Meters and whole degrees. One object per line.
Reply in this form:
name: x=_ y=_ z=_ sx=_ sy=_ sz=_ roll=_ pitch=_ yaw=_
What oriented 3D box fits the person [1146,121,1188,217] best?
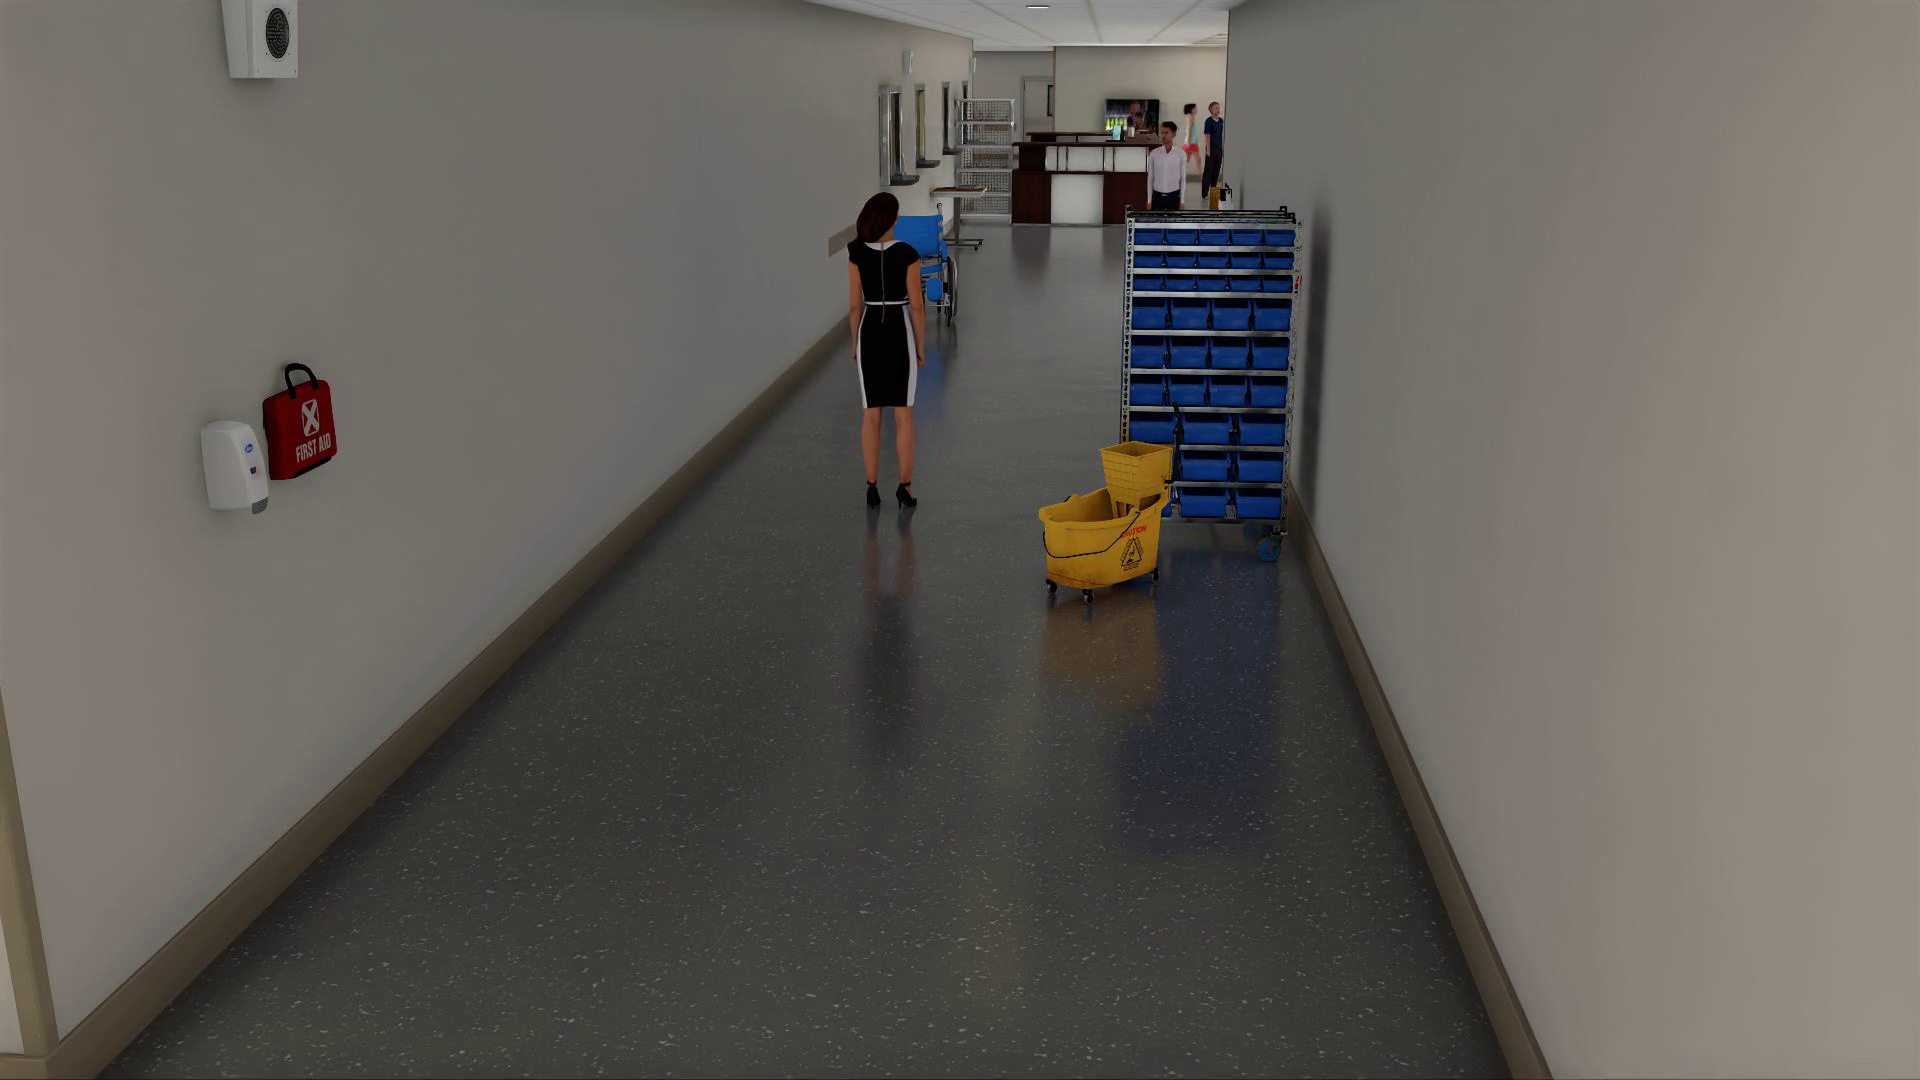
person: x=2.528 y=-4.178 z=20.358 sx=0.555 sy=1.869 sz=0.717 roll=4 pitch=16 yaw=13

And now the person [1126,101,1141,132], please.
person: x=3.703 y=-8.663 z=36.360 sx=0.930 sy=1.818 sz=0.856 roll=9 pitch=18 yaw=28

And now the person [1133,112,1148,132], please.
person: x=3.763 y=-7.990 z=34.350 sx=0.830 sy=1.613 sz=0.891 roll=-13 pitch=20 yaw=-38

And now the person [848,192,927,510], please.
person: x=-0.414 y=-1.062 z=9.439 sx=0.434 sy=1.796 sz=0.651 roll=3 pitch=16 yaw=9

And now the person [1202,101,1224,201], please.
person: x=4.976 y=-7.652 z=32.676 sx=0.726 sy=1.872 sz=0.783 roll=-13 pitch=20 yaw=-39
